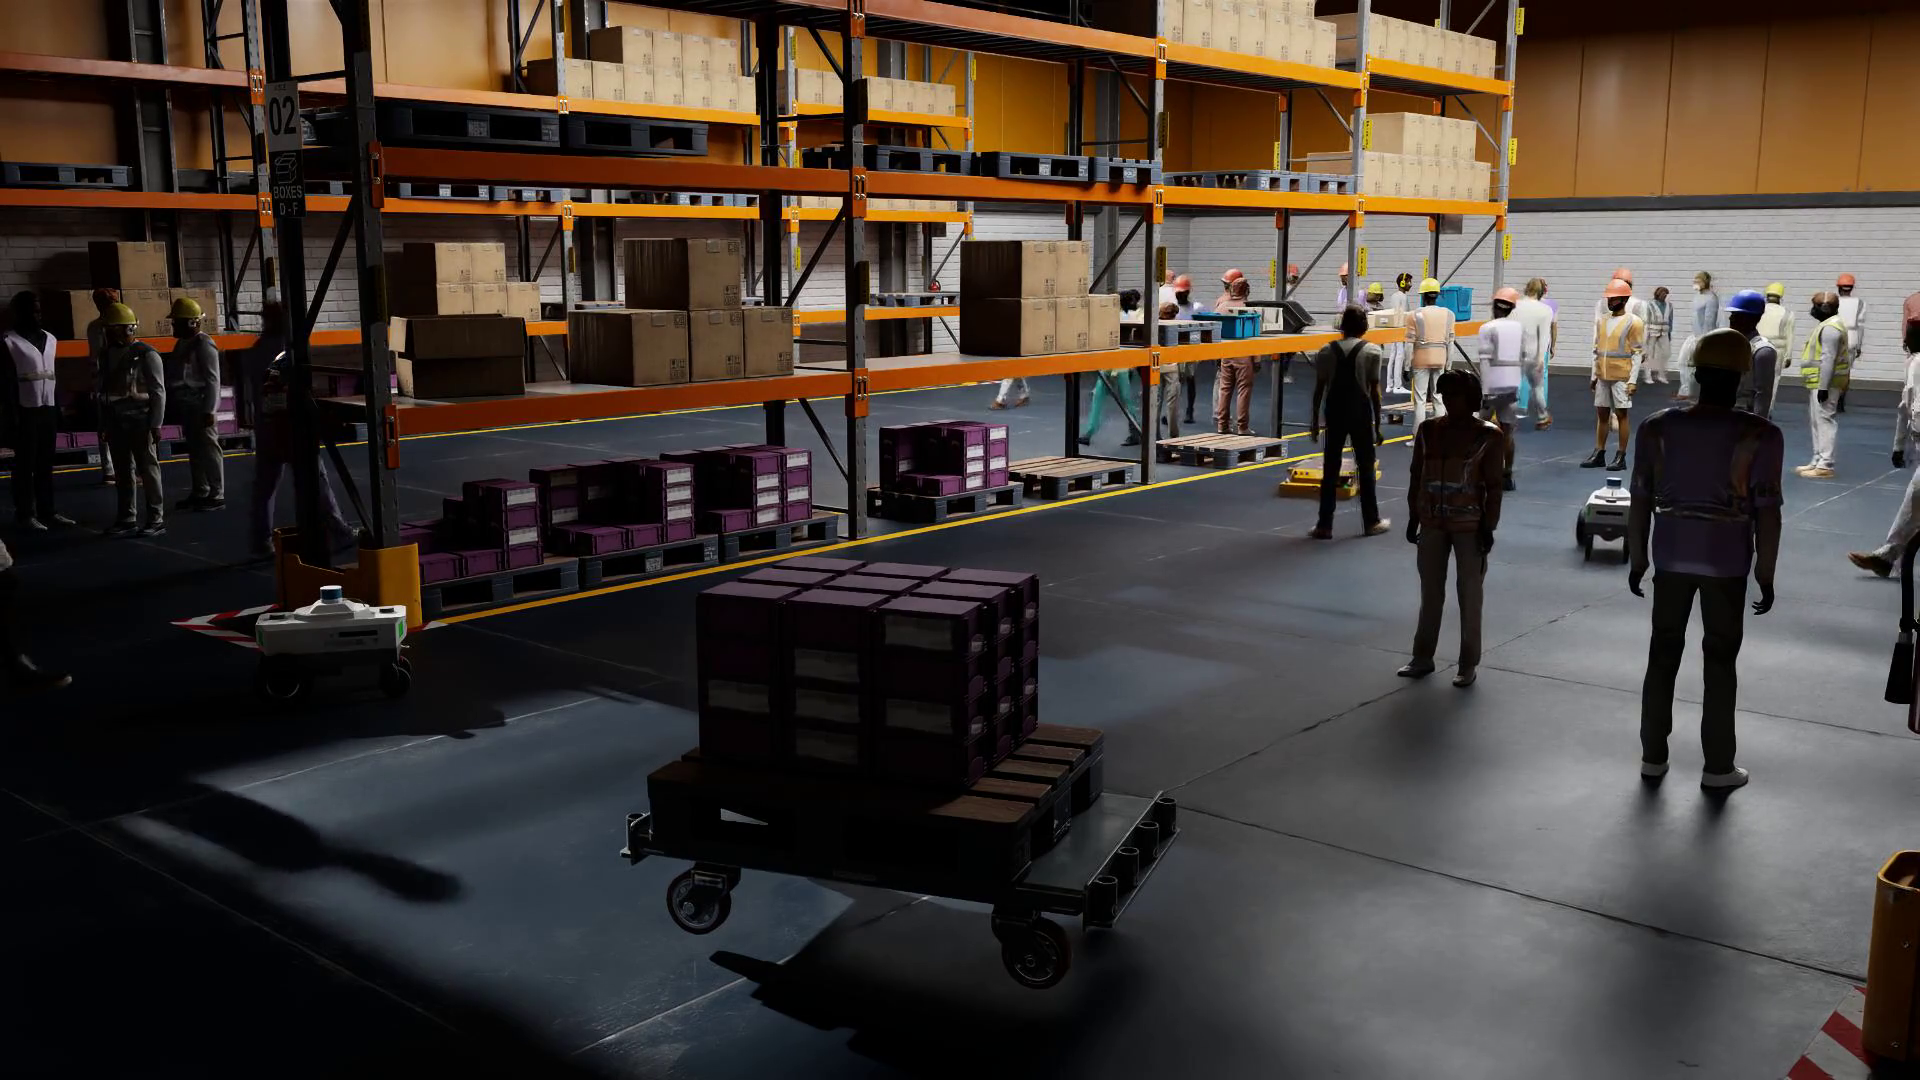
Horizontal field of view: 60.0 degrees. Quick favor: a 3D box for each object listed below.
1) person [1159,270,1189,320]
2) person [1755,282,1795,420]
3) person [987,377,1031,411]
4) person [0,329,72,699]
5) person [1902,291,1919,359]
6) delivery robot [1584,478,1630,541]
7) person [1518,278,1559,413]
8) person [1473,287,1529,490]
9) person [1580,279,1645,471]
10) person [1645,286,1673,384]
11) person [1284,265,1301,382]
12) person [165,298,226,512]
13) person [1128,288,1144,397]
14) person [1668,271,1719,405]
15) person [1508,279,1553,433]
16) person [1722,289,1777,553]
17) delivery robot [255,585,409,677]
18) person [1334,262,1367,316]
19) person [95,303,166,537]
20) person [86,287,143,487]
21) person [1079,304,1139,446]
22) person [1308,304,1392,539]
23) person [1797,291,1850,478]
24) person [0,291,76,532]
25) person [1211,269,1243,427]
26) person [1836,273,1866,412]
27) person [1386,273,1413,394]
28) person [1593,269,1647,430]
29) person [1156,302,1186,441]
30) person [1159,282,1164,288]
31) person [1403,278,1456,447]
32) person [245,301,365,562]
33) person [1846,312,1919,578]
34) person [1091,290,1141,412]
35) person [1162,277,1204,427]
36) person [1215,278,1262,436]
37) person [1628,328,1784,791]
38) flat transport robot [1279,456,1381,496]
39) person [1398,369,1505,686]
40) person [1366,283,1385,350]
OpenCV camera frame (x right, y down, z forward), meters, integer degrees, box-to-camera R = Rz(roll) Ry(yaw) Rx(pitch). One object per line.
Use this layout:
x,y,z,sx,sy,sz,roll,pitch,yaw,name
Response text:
3.384,-3.428,27.051,0.648,1.896,0.400,-1,10,-7,person
10.520,-2.444,21.641,0.614,1.819,0.523,6,11,29,person
0.739,-2.781,23.406,0.646,1.898,1.032,9,13,42,person
-4.783,-0.109,8.093,0.749,1.923,0.640,-4,11,-22,person
13.774,-2.846,23.694,0.643,1.909,0.410,8,13,40,person
4.828,-0.218,12.308,0.477,0.478,0.707,4,11,24,delivery robot
7.850,-2.640,22.692,0.567,1.845,0.386,0,10,1,person
5.089,-1.420,15.608,0.558,1.889,0.600,-2,10,-14,person
6.639,-1.670,16.905,0.369,1.939,0.542,-6,11,-30,person
11.552,-3.370,27.474,0.546,1.614,0.580,-2,10,-9,person
5.527,-3.636,28.006,0.464,1.978,0.628,3,10,14,person
-6.568,-1.157,14.285,0.591,1.833,0.404,9,13,42,person
2.585,-2.875,24.554,0.531,1.676,0.726,5,11,24,person
10.522,-2.875,23.819,0.734,1.913,0.667,0,10,-1,person
6.972,-2.254,20.389,0.635,1.875,1.032,9,13,41,person
5.776,-0.872,12.331,0.384,1.951,0.605,-1,10,-5,person
-3.152,0.473,8.376,0.707,0.478,0.477,-3,11,-17,delivery robot
5.679,-3.039,24.405,0.371,2.044,0.607,-5,11,-26,person
-6.509,-0.933,13.012,0.602,1.830,0.404,3,10,17,person
-8.029,-1.446,15.786,0.583,1.884,0.350,8,13,39,person
1.682,-1.906,18.852,0.894,1.718,0.542,-6,11,-29,person
3.063,-0.916,12.977,0.627,1.821,0.581,5,11,25,person
8.520,-1.527,16.408,0.431,1.836,0.633,5,11,26,person
-7.431,-1.028,13.313,0.373,1.916,0.596,2,10,11,person
3.422,-2.439,21.130,0.401,1.989,0.623,-1,10,-6,person
12.136,-2.707,22.883,0.553,1.922,0.498,2,10,12,person
6.855,-3.209,25.888,0.329,1.865,0.518,-2,10,-10,person
8.245,-2.375,20.811,0.615,1.990,1.068,5,11,26,person
2.400,-1.936,19.275,0.511,1.640,0.308,9,14,43,person
3.450,-3.596,28.105,0.320,1.861,0.504,8,13,38,person
5.293,-1.996,18.829,0.588,1.919,0.398,-2,10,-12,person
-4.812,-0.802,12.151,0.674,1.863,0.932,7,12,36,person
6.657,-0.642,11.352,1.013,1.831,0.621,0,10,2,person
2.171,-2.597,22.902,0.595,1.681,0.537,-1,10,-4,person
2.829,-2.387,21.134,0.560,1.883,0.974,4,11,20,person
3.380,-2.213,20.129,0.641,1.901,0.400,9,13,42,person
3.110,0.082,6.965,0.595,1.925,0.372,8,13,38,person
3.502,-0.616,15.648,0.652,0.197,1.431,5,11,24,flat transport robot
2.558,-0.070,8.640,0.513,1.642,0.311,10,14,43,person
6.151,-2.958,24.802,0.492,1.740,0.325,-7,12,-33,person
